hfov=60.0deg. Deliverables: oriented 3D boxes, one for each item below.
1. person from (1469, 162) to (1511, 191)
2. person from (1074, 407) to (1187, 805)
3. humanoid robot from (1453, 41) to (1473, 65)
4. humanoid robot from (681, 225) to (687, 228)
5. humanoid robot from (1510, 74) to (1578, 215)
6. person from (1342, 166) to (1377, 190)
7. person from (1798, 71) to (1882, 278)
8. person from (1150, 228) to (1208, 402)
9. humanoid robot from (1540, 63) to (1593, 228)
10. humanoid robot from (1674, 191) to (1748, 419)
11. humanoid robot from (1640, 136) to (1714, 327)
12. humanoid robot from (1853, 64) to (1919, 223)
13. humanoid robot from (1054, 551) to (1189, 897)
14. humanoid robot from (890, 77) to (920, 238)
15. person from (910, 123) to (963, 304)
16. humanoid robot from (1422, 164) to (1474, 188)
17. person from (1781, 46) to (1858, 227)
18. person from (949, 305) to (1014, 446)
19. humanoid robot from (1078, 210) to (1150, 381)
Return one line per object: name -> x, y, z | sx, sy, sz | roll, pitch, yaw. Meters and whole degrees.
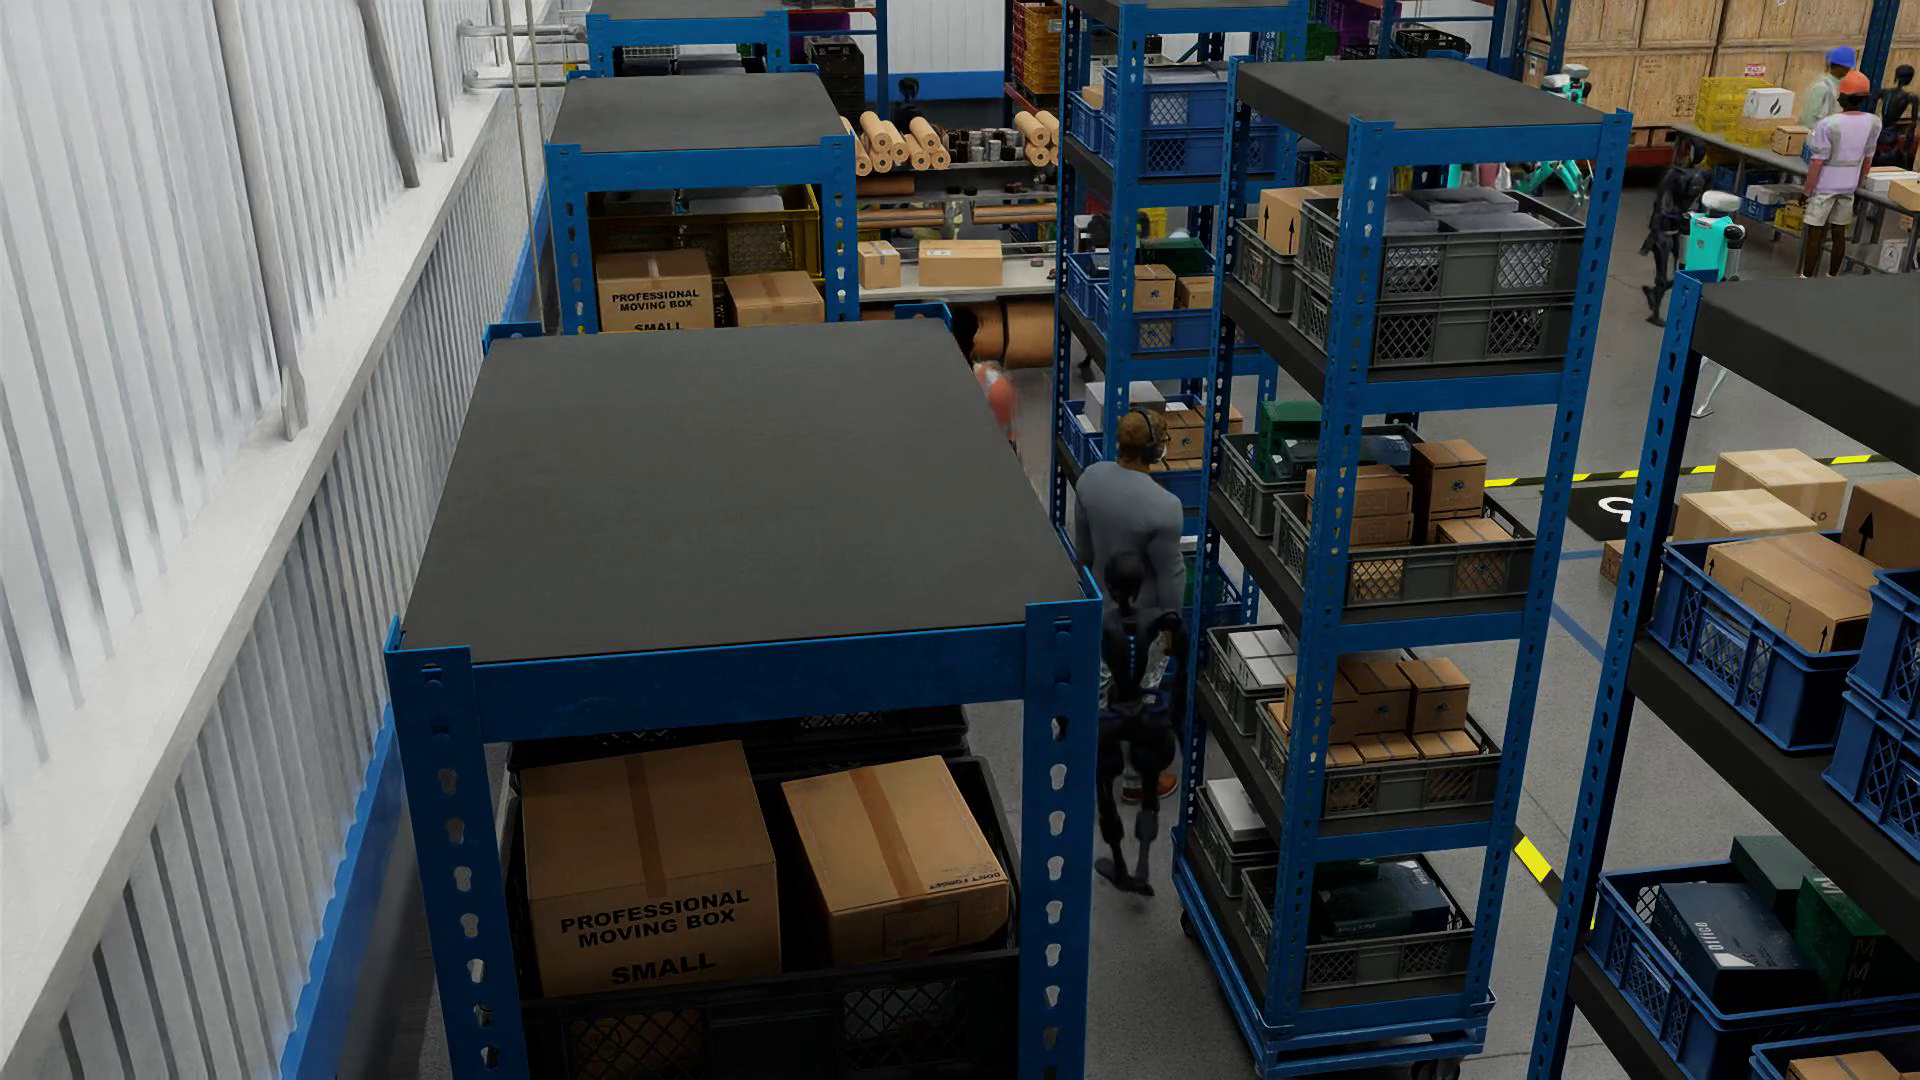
person -> 4.658, -2.920, 14.776 | 0.403, 1.828, 0.592 | 3, 25, 6
person -> 0.787, 0.307, 7.633 | 0.363, 1.938, 0.634 | -19, 31, -35
humanoid robot -> 5.773, -4.952, 19.364 | 0.315, 1.654, 0.599 | 7, 26, 15
humanoid robot -> -2.676, -3.765, 16.735 | 0.545, 1.791, 0.657 | -18, 30, -34
humanoid robot -> 5.813, -3.847, 16.954 | 0.558, 1.829, 0.720 | -13, 28, -25
person -> 3.376, -2.775, 14.452 | 0.849, 1.837, 0.604 | 11, 27, 22
person -> 7.986, -3.240, 15.216 | 0.607, 2.048, 0.365 | -3, 25, -8
person -> 1.391, -1.110, 10.824 | 0.589, 1.847, 0.407 | -3, 25, -6
humanoid robot -> 6.333, -3.968, 17.093 | 0.549, 1.752, 0.677 | -13, 28, -26
humanoid robot -> 5.563, -1.736, 12.155 | 0.735, 1.677, 0.533 | -12, 27, -24
humanoid robot -> 6.185, -2.718, 14.518 | 0.616, 1.640, 0.482 | -8, 26, -16
humanoid robot -> 9.944, -4.274, 17.890 | 0.307, 1.655, 0.616 | -14, 28, -29
humanoid robot -> 0.692, 0.801, 6.900 | 0.599, 1.642, 0.480 | -4, 25, -8
humanoid robot -> -0.640, -3.958, 17.214 | 0.420, 1.636, 0.611 | -16, 29, -31
person -> -0.191, -2.571, 14.001 | 0.429, 1.846, 0.632 | -11, 27, -23
humanoid robot -> 3.954, -2.634, 14.249 | 0.714, 1.779, 0.530 | -15, 29, -30
person -> 9.202, -4.254, 17.603 | 1.003, 1.889, 0.619 | 18, 30, 34
person -> 0.039, -0.380, 9.113 | 0.632, 1.942, 0.572 | 20, 31, 37
humanoid robot -> 1.221, -2.041, 13.060 | 0.599, 1.637, 0.419 | -6, 25, -14
